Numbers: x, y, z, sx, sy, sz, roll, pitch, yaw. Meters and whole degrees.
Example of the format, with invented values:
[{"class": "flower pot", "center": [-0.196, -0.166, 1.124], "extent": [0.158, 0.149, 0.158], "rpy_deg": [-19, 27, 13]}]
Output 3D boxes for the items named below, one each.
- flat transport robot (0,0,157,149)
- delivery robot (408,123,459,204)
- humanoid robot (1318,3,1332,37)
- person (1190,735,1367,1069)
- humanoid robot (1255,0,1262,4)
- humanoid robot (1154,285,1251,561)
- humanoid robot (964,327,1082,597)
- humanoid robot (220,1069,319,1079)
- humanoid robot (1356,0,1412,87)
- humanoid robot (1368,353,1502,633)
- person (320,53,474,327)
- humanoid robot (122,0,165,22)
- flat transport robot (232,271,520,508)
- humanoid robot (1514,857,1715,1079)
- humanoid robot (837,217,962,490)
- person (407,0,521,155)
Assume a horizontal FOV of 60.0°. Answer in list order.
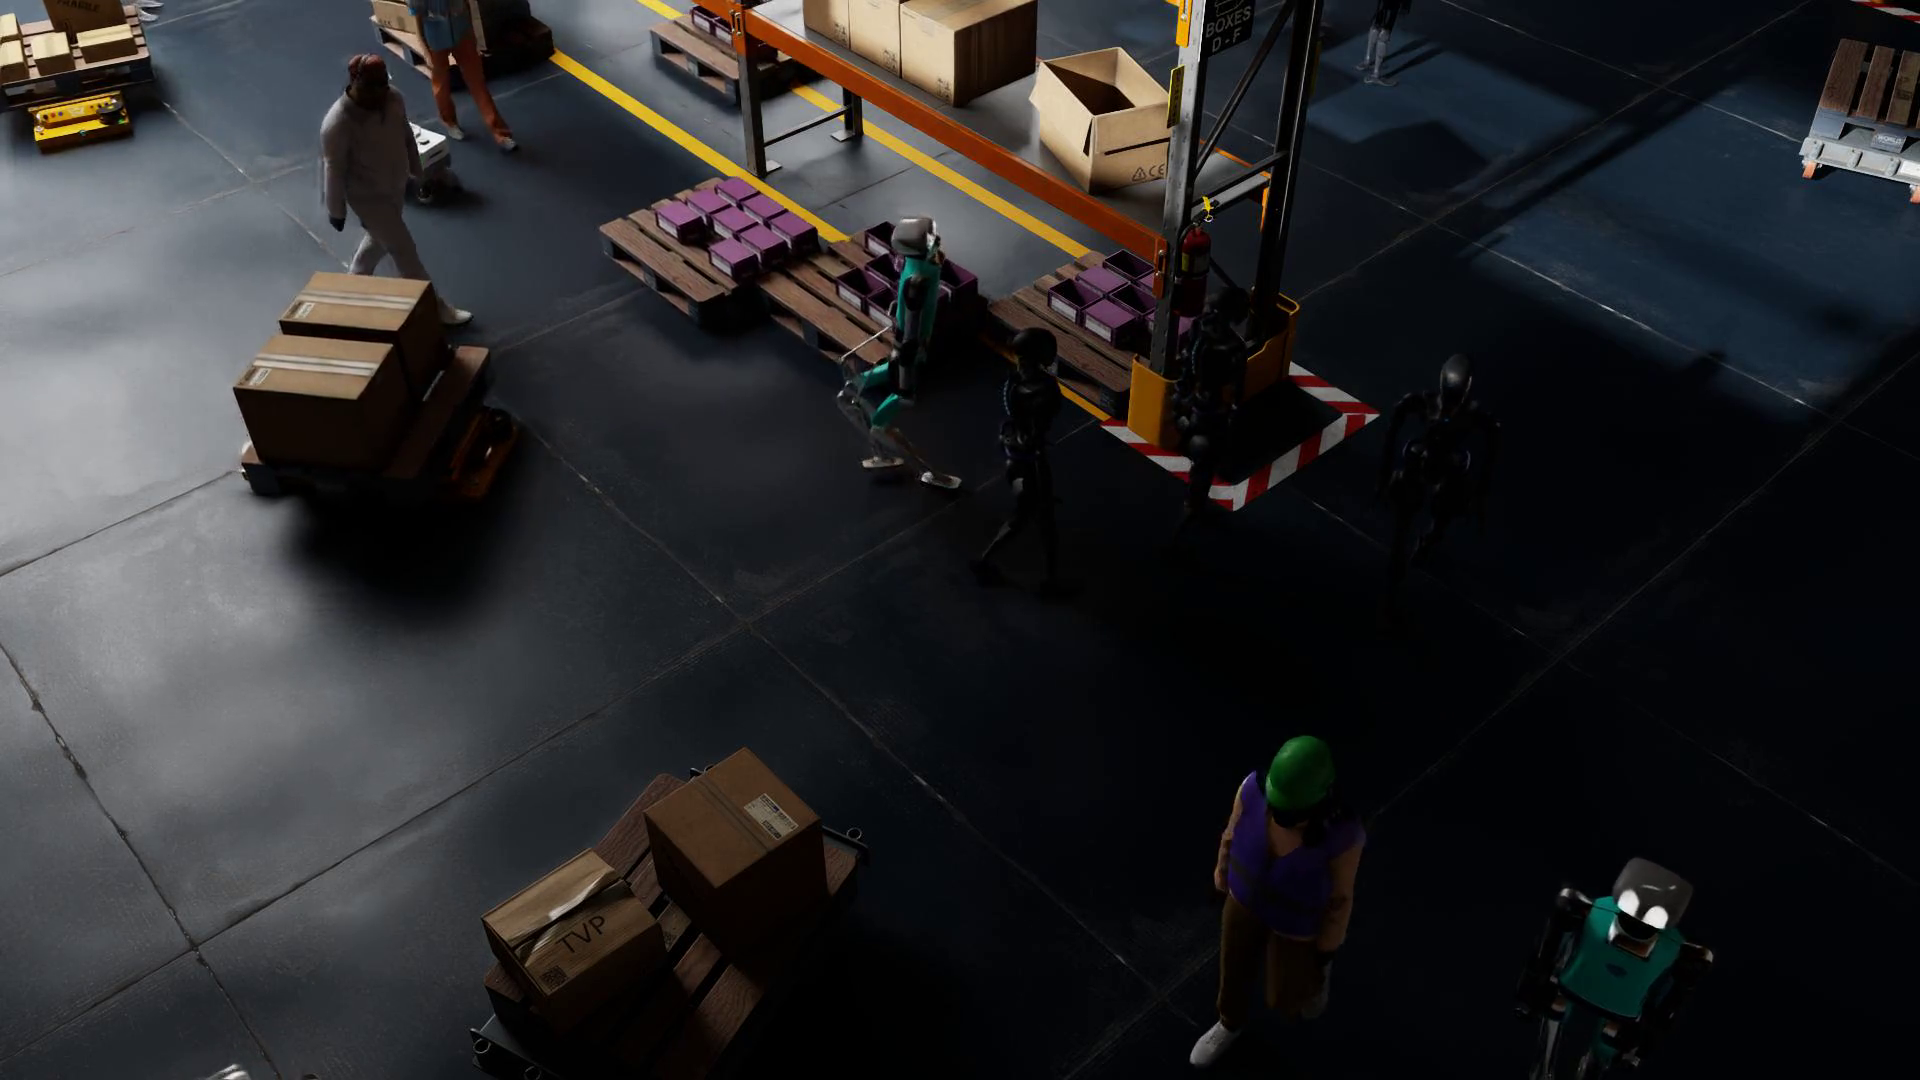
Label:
[{"class": "flat transport robot", "center": [-6.865, -3.491, 12.892], "extent": [0.659, 0.231, 1.431], "rpy_deg": [-18, 46, -19]}, {"class": "delivery robot", "center": [-3.997, -2.777, 11.894], "extent": [0.774, 0.581, 0.499], "rpy_deg": [22, 47, 22]}, {"class": "humanoid robot", "center": [2.976, -4.954, 13.391], "extent": [0.700, 1.765, 0.534], "rpy_deg": [25, 48, 25]}, {"class": "person", "center": [1.231, 1.379, 6.379], "extent": [0.562, 1.914, 0.564], "rpy_deg": [31, 51, 29]}, {"class": "humanoid robot", "center": [2.417, -5.104, 13.645], "extent": [0.611, 1.654, 0.659], "rpy_deg": [17, 45, 18]}, {"class": "humanoid robot", "center": [1.283, -0.636, 8.760], "extent": [0.601, 1.642, 0.609], "rpy_deg": [-17, 45, -17]}, {"class": "humanoid robot", "center": [0.342, -0.394, 8.514], "extent": [0.621, 1.651, 0.601], "rpy_deg": [-6, 43, -7]}, {"class": "humanoid robot", "center": [-2.352, 2.209, 5.679], "extent": [1.073, 1.788, 0.555], "rpy_deg": [32, 51, 30]}, {"class": "humanoid robot", "center": [3.351, -4.350, 12.776], "extent": [0.315, 1.657, 0.599], "rpy_deg": [0, 43, 0]}, {"class": "humanoid robot", "center": [2.416, -0.316, 8.444], "extent": [0.601, 1.644, 0.769], "rpy_deg": [15, 45, 16]}, {"class": "person", "center": [-3.631, -2.170, 10.297], "extent": [0.922, 1.851, 0.641], "rpy_deg": [12, 44, 13]}, {"class": "humanoid robot", "center": [-6.960, -5.108, 13.527], "extent": [0.692, 1.739, 0.531], "rpy_deg": [-2, 43, -2]}, {"class": "flat transport robot", "center": [-3.368, -0.544, 9.687], "extent": [1.431, 0.231, 0.659], "rpy_deg": [6, 43, 6]}, {"class": "humanoid robot", "center": [2.389, 1.685, 6.251], "extent": [0.540, 1.885, 0.738], "rpy_deg": [22, 47, 22]}, {"class": "humanoid robot", "center": [-0.399, -0.976, 9.069], "extent": [0.857, 1.769, 0.555], "rpy_deg": [5, 43, 6]}, {"class": "person", "center": [-3.632, -3.554, 11.885], "extent": [0.494, 1.721, 0.945], "rpy_deg": [-26, 49, -26]}]
